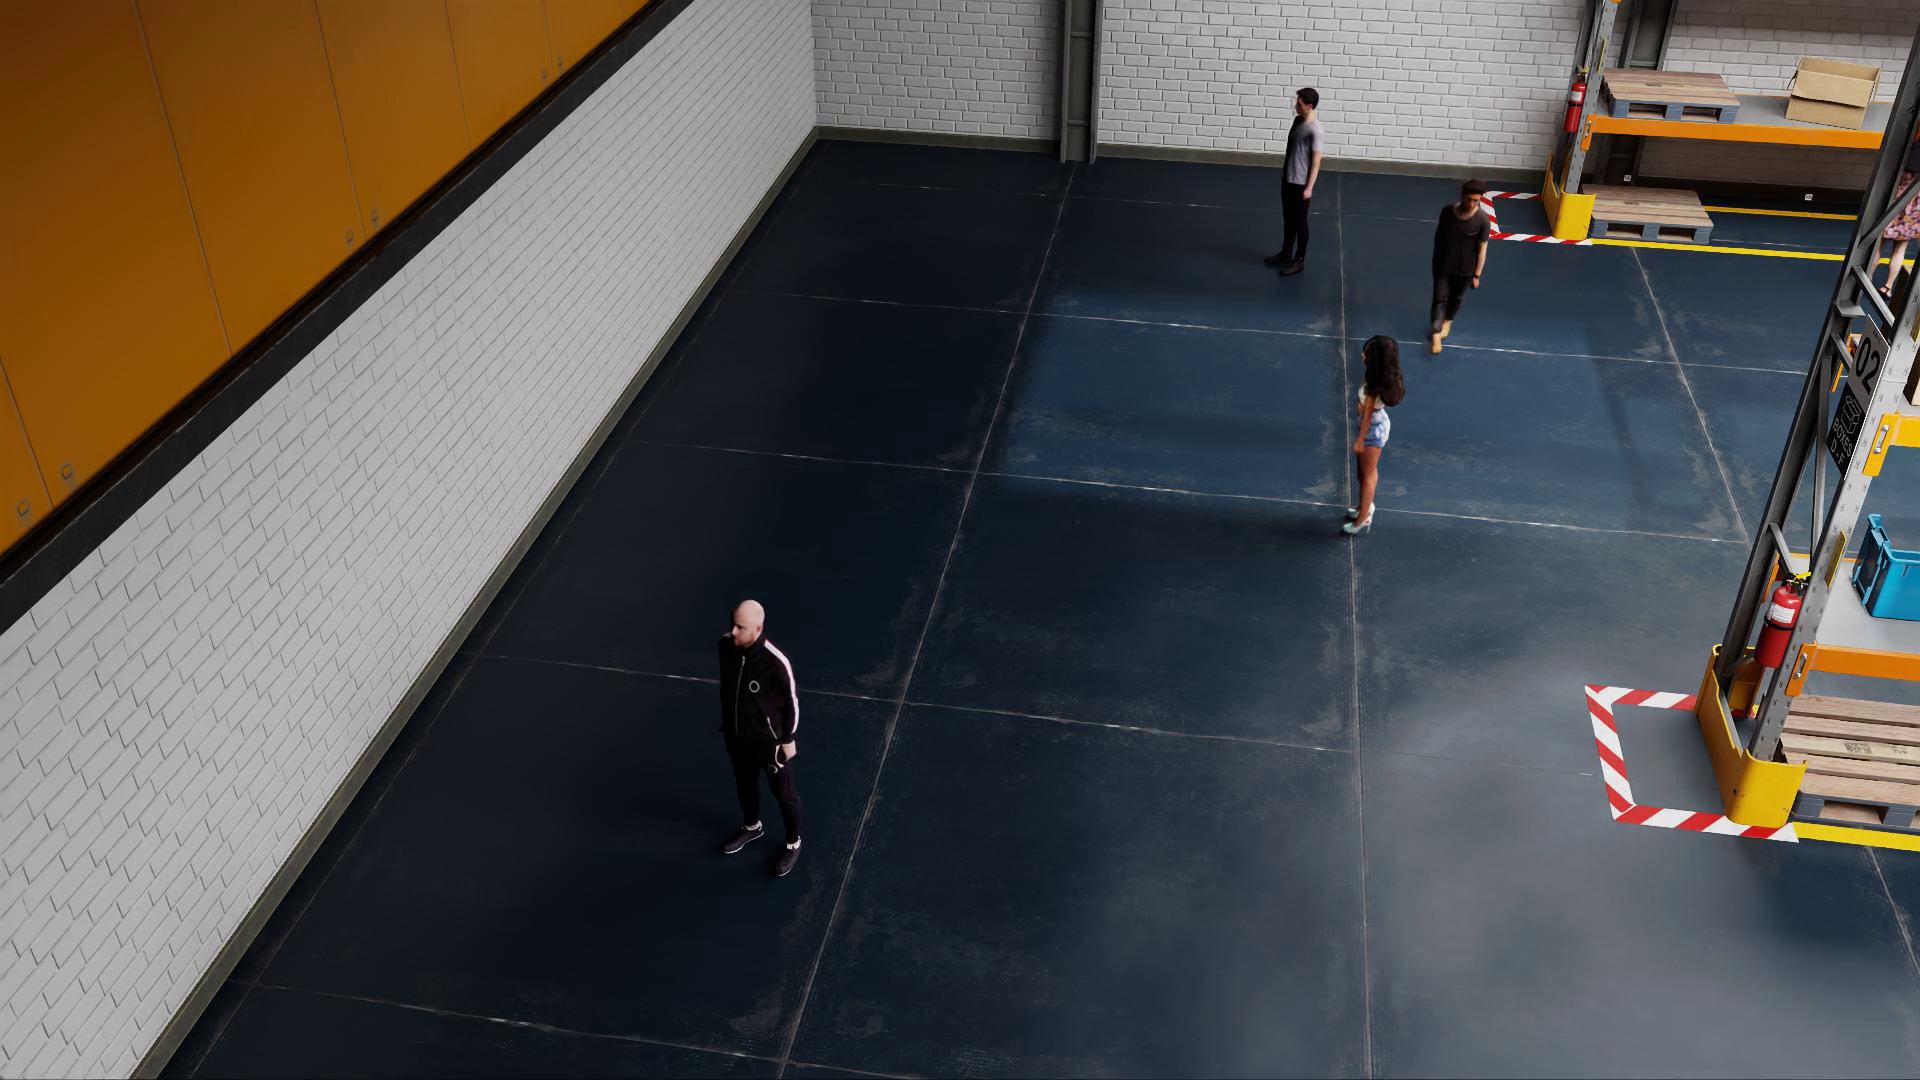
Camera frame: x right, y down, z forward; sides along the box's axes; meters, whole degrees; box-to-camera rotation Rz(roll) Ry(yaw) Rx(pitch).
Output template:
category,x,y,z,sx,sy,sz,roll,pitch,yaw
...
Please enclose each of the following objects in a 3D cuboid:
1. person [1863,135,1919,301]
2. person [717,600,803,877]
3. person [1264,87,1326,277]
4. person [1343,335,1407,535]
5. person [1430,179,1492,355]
category,x,y,z,sx,sy,sz,roll,pitch,yaw
person,8.984,-3.143,15.875,0.866,1.774,0.797,-25,41,-33
person,-1.133,1.090,9.449,0.651,1.837,0.808,19,38,26
person,3.352,-3.549,16.406,0.730,1.862,0.745,-11,35,-16
person,3.081,-0.793,12.478,0.595,1.620,0.577,10,35,15
person,4.482,-2.545,15.083,0.980,1.654,0.800,16,37,23
